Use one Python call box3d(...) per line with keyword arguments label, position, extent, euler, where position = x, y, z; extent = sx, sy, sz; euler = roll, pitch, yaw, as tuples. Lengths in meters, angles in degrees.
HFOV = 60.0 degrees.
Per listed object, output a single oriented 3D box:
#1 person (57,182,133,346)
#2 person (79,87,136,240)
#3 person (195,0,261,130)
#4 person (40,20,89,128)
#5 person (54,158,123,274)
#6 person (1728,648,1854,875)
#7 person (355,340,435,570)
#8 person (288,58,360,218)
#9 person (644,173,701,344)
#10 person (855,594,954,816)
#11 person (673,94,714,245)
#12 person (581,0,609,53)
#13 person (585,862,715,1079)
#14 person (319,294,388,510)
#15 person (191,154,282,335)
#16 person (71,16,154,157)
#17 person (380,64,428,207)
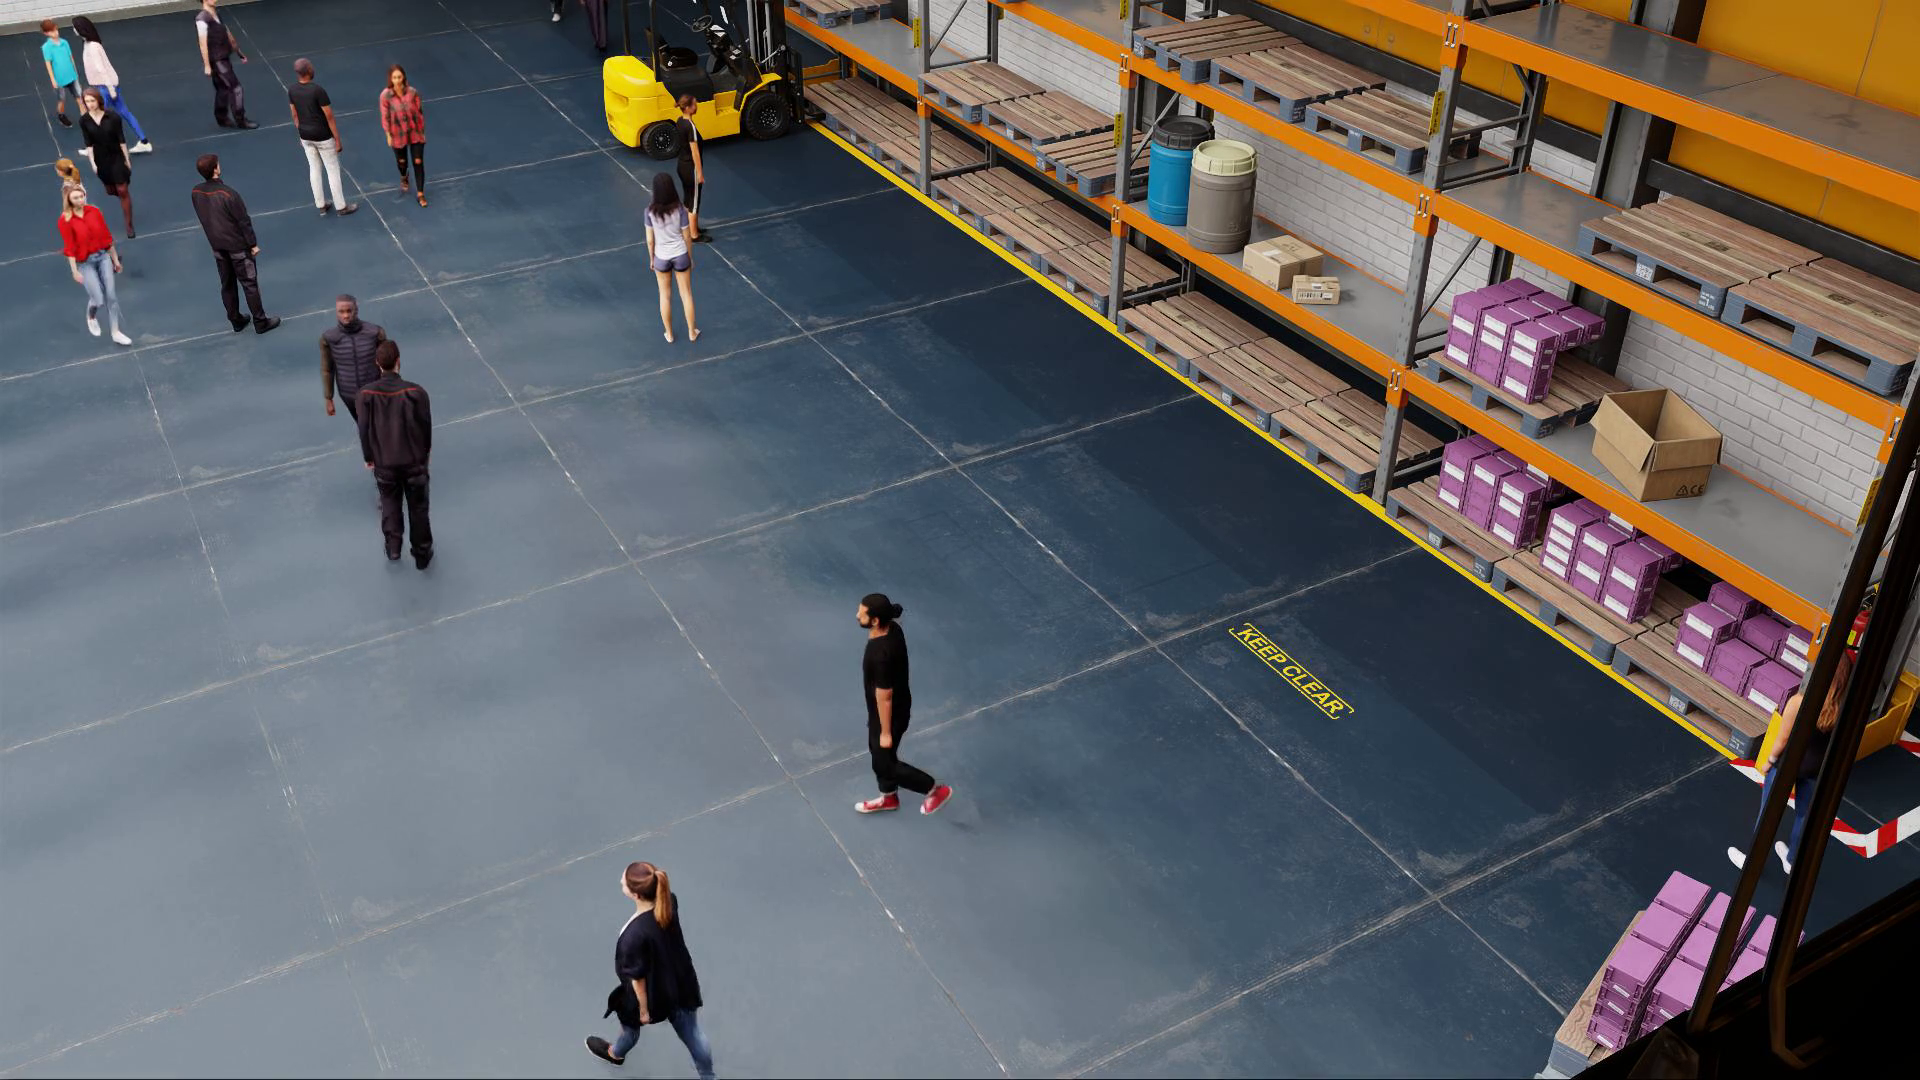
box3d(label="person", position=(-8.493, -2.708, 16.229), extent=(0.849, 1.695, 0.783), euler=(19, 38, 26))
box3d(label="person", position=(-9.448, -4.233, 18.534), extent=(0.700, 1.683, 0.967), euler=(-10, 35, -15))
box3d(label="person", position=(-9.589, -6.155, 21.296), extent=(0.949, 1.827, 0.926), euler=(-3, 34, -4))
box3d(label="person", position=(-11.542, -5.958, 21.362), extent=(1.022, 1.425, 0.761), euler=(23, 40, 31))
box3d(label="person", position=(-9.262, -3.395, 17.617), extent=(0.750, 1.304, 0.767), euler=(0, 34, 0))
box3d(label="person", position=(5.097, 1.362, 10.081), extent=(0.676, 1.722, 0.667), euler=(-3, 34, -4))
box3d(label="person", position=(-4.333, -0.584, 12.856), extent=(0.826, 1.892, 0.825), euler=(-6, 34, -9))
box3d(label="person", position=(-7.327, -4.587, 18.958), extent=(0.753, 1.804, 0.806), euler=(8, 34, 11))
box3d(label="person", position=(-2.821, -2.757, 16.267), extent=(0.653, 1.735, 0.638), euler=(-4, 34, -6))
box3d(label="person", position=(-0.374, 1.085, 10.478), extent=(0.934, 1.745, 0.936), euler=(1, 34, 2))
box3d(label="person", position=(-2.985, -4.104, 18.354), extent=(0.643, 1.669, 0.464), euler=(-16, 37, -22))
box3d(label="person", position=(-5.314, -7.904, 24.127), extent=(0.980, 1.606, 1.202), euler=(0, 34, 0))
box3d(label="person", position=(-1.481, 2.355, 8.658), extent=(1.157, 1.644, 0.983), euler=(16, 37, 23))
box3d(label="person", position=(-4.984, -1.248, 13.944), extent=(1.000, 1.793, 1.313), euler=(-6, 34, -9))
box3d(label="person", position=(-7.205, -2.918, 16.416), extent=(0.782, 1.839, 0.835), euler=(8, 34, 11))
box3d(label="person", position=(-10.413, -5.569, 20.504), extent=(0.892, 1.728, 1.049), euler=(-10, 35, -15))
box3d(label="person", position=(-6.408, -4.705, 19.243), extent=(0.644, 1.685, 0.806), euler=(-14, 36, -20))
